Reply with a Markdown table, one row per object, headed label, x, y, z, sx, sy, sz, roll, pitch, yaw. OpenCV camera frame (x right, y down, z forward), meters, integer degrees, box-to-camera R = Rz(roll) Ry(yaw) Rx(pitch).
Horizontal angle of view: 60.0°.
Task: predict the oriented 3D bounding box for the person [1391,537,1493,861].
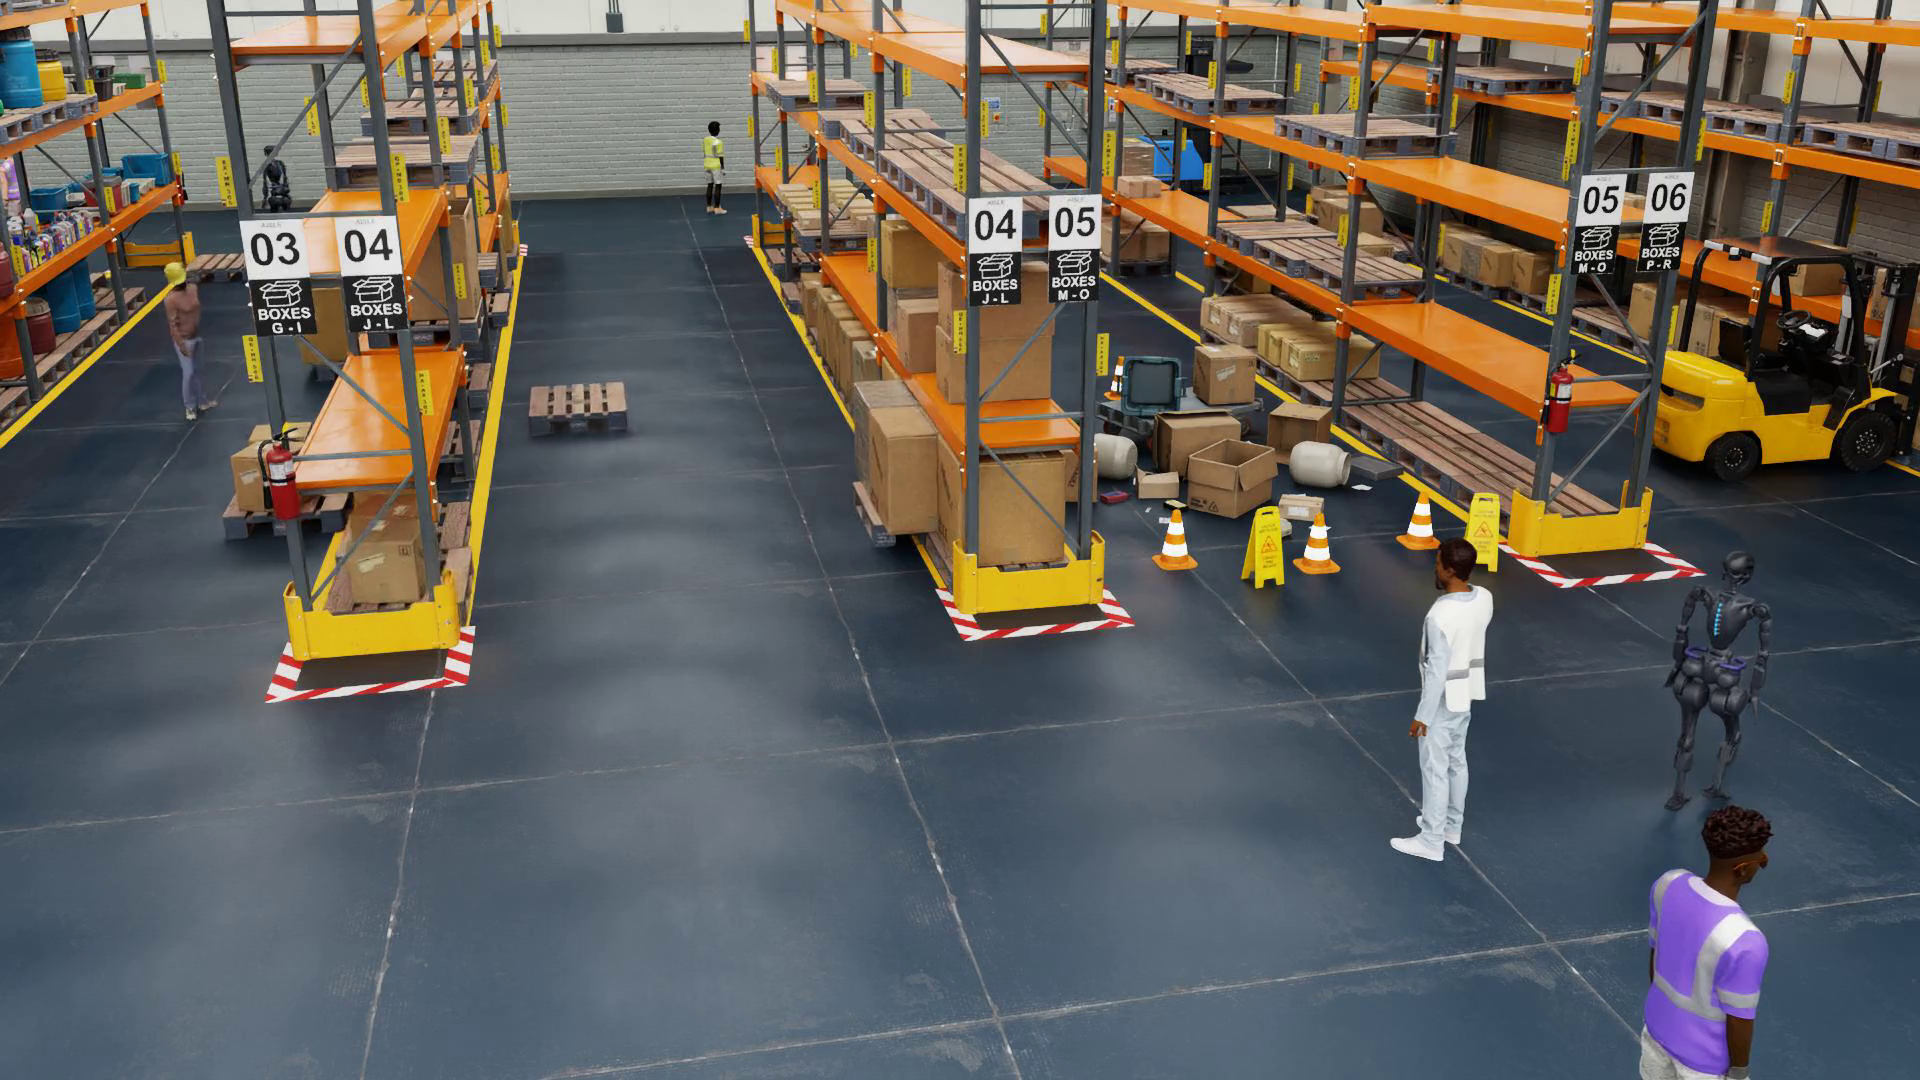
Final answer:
| label | x | y | z | sx | sy | sz | roll | pitch | yaw |
| --- | --- | --- | --- | --- | --- | --- | --- | --- | --- |
| person | 2.757 | 0.901 | 9.410 | 0.376 | 1.917 | 0.597 | 17 | 27 | 39 |

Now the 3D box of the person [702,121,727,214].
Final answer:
| label | x | y | z | sx | sy | sz | roll | pitch | yaw |
| --- | --- | --- | --- | --- | --- | --- | --- | --- | --- |
| person | -4.516 | -6.844 | 30.594 | 0.537 | 1.686 | 0.321 | 17 | 26 | 39 |

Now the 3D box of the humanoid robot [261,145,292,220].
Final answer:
| label | x | y | z | sx | sy | sz | roll | pitch | yaw |
| --- | --- | --- | --- | --- | --- | --- | --- | --- | --- |
| humanoid robot | -11.355 | -5.761 | 27.765 | 0.769 | 1.634 | 0.598 | 7 | 22 | 19 |

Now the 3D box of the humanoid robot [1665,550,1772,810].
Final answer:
| label | x | y | z | sx | sy | sz | roll | pitch | yaw |
| --- | --- | --- | --- | --- | --- | --- | --- | --- | --- |
| humanoid robot | 4.515 | 0.830 | 9.957 | 0.478 | 1.645 | 0.585 | -18 | 27 | -40 |

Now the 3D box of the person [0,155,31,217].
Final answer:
| label | x | y | z | sx | sy | sz | roll | pitch | yaw |
| --- | --- | --- | --- | --- | --- | --- | --- | --- | --- |
| person | -15.372 | -5.564 | 27.150 | 0.352 | 1.688 | 0.489 | 11 | 23 | 27 |

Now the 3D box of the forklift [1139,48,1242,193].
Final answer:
| label | x | y | z | sx | sy | sz | roll | pitch | yaw |
| --- | --- | --- | --- | --- | --- | --- | --- | --- | --- |
| forklift | 4.566 | -8.313 | 32.860 | 1.873 | 2.768 | 1.129 | -4 | 21 | -12 |

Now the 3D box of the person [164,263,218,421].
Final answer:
| label | x | y | z | sx | sy | sz | roll | pitch | yaw |
| --- | --- | --- | --- | --- | --- | --- | --- | --- | --- |
| person | -8.297 | -2.189 | 18.013 | 0.340 | 1.718 | 0.693 | 3 | 21 | 9 |

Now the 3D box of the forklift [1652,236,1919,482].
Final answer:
| label | x | y | z | sx | sy | sz | roll | pitch | yaw |
| --- | --- | --- | --- | --- | --- | --- | --- | --- | --- |
| forklift | 8.013 | -1.814 | 16.330 | 2.313 | 2.155 | 1.214 | -4 | 21 | -12 |

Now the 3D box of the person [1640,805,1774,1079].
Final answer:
| label | x | y | z | sx | sy | sz | roll | pitch | yaw |
| --- | --- | --- | --- | --- | --- | --- | --- | --- | --- |
| person | 2.907 | 1.938 | 6.567 | 0.373 | 1.961 | 0.604 | -4 | 21 | -10 |
